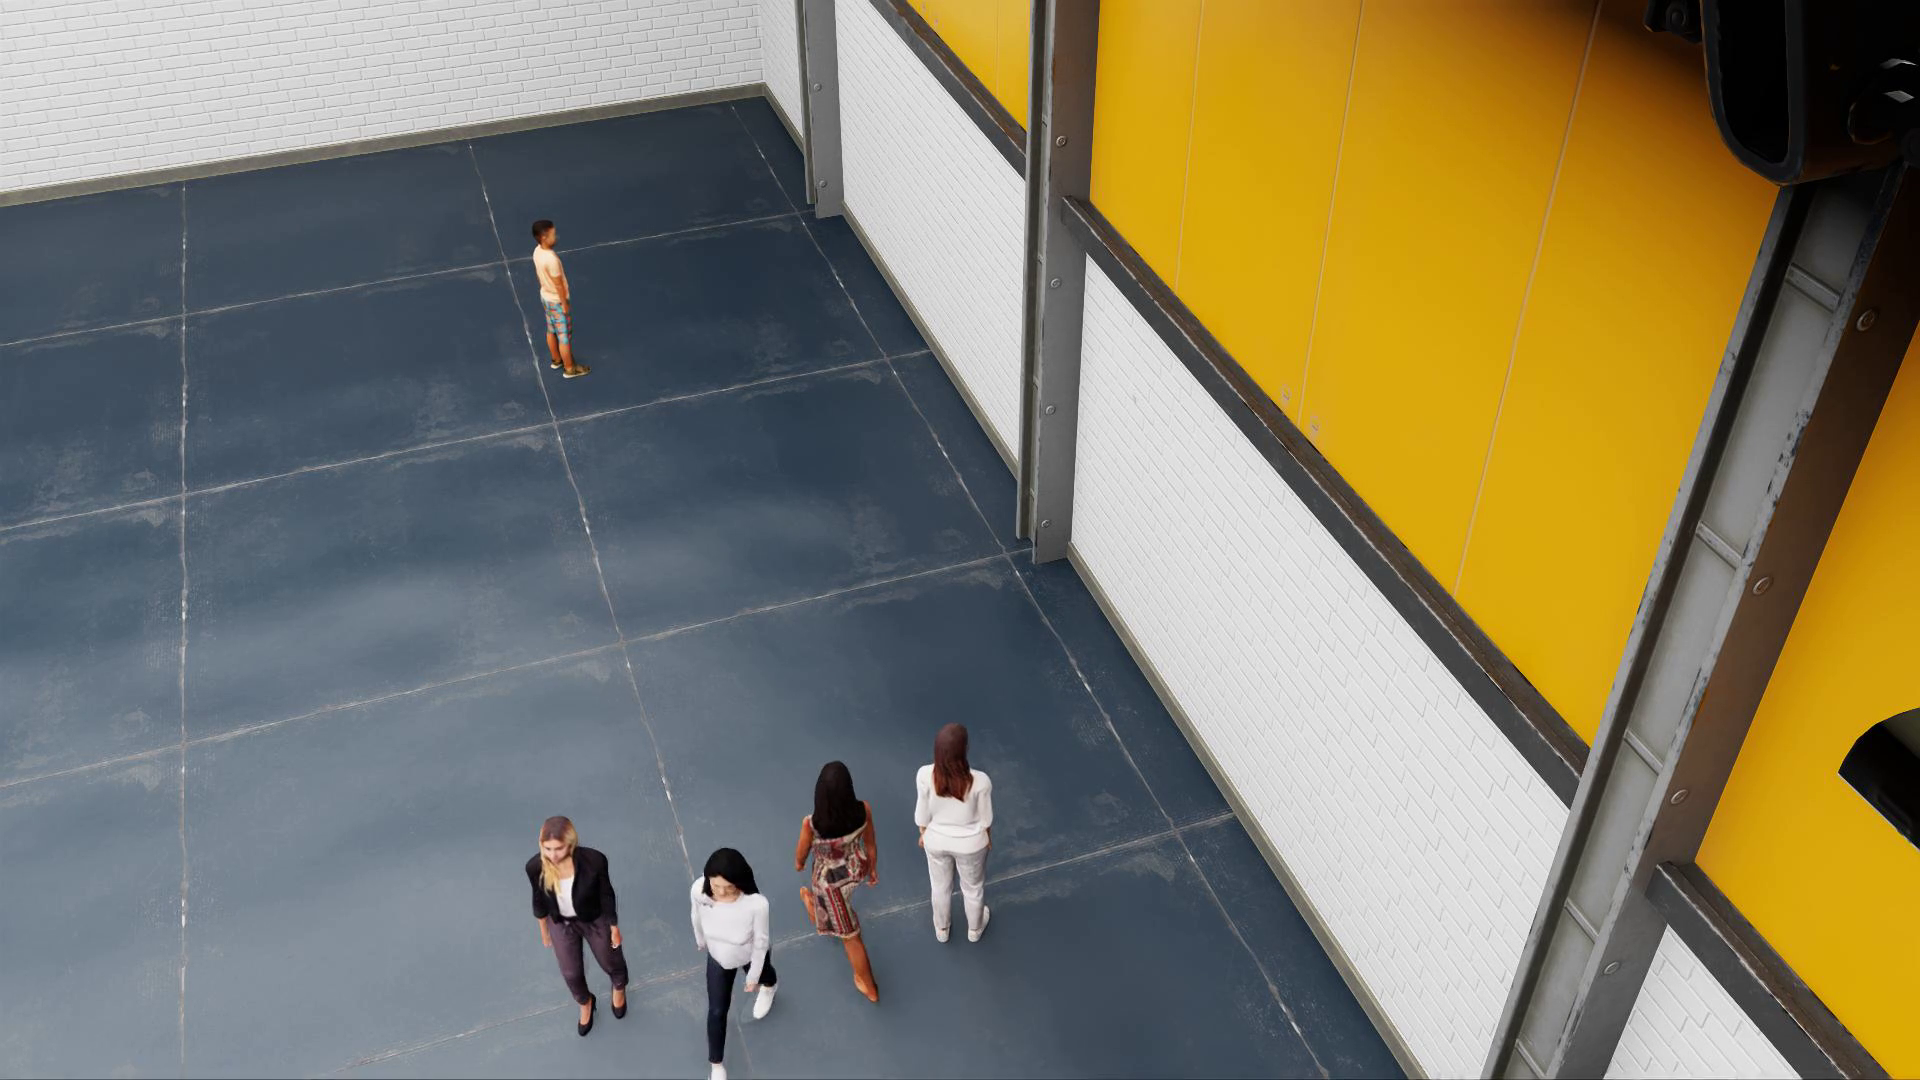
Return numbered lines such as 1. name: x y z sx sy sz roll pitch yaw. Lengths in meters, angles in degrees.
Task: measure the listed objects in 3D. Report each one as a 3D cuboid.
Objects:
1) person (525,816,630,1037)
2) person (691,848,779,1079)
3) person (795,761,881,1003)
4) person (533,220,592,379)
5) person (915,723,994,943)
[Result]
1. person: -2.042 2.083 9.097 0.669 1.669 0.651 -2 39 -3
2. person: -1.166 2.169 8.999 0.975 1.656 1.174 8 39 9
3. person: -0.639 1.962 9.311 0.764 1.592 1.172 -22 44 -25
4. person: -3.537 -2.112 14.517 0.642 1.460 0.515 -27 46 -29
5. person: -0.023 1.704 9.556 0.680 1.688 0.687 4 39 5
